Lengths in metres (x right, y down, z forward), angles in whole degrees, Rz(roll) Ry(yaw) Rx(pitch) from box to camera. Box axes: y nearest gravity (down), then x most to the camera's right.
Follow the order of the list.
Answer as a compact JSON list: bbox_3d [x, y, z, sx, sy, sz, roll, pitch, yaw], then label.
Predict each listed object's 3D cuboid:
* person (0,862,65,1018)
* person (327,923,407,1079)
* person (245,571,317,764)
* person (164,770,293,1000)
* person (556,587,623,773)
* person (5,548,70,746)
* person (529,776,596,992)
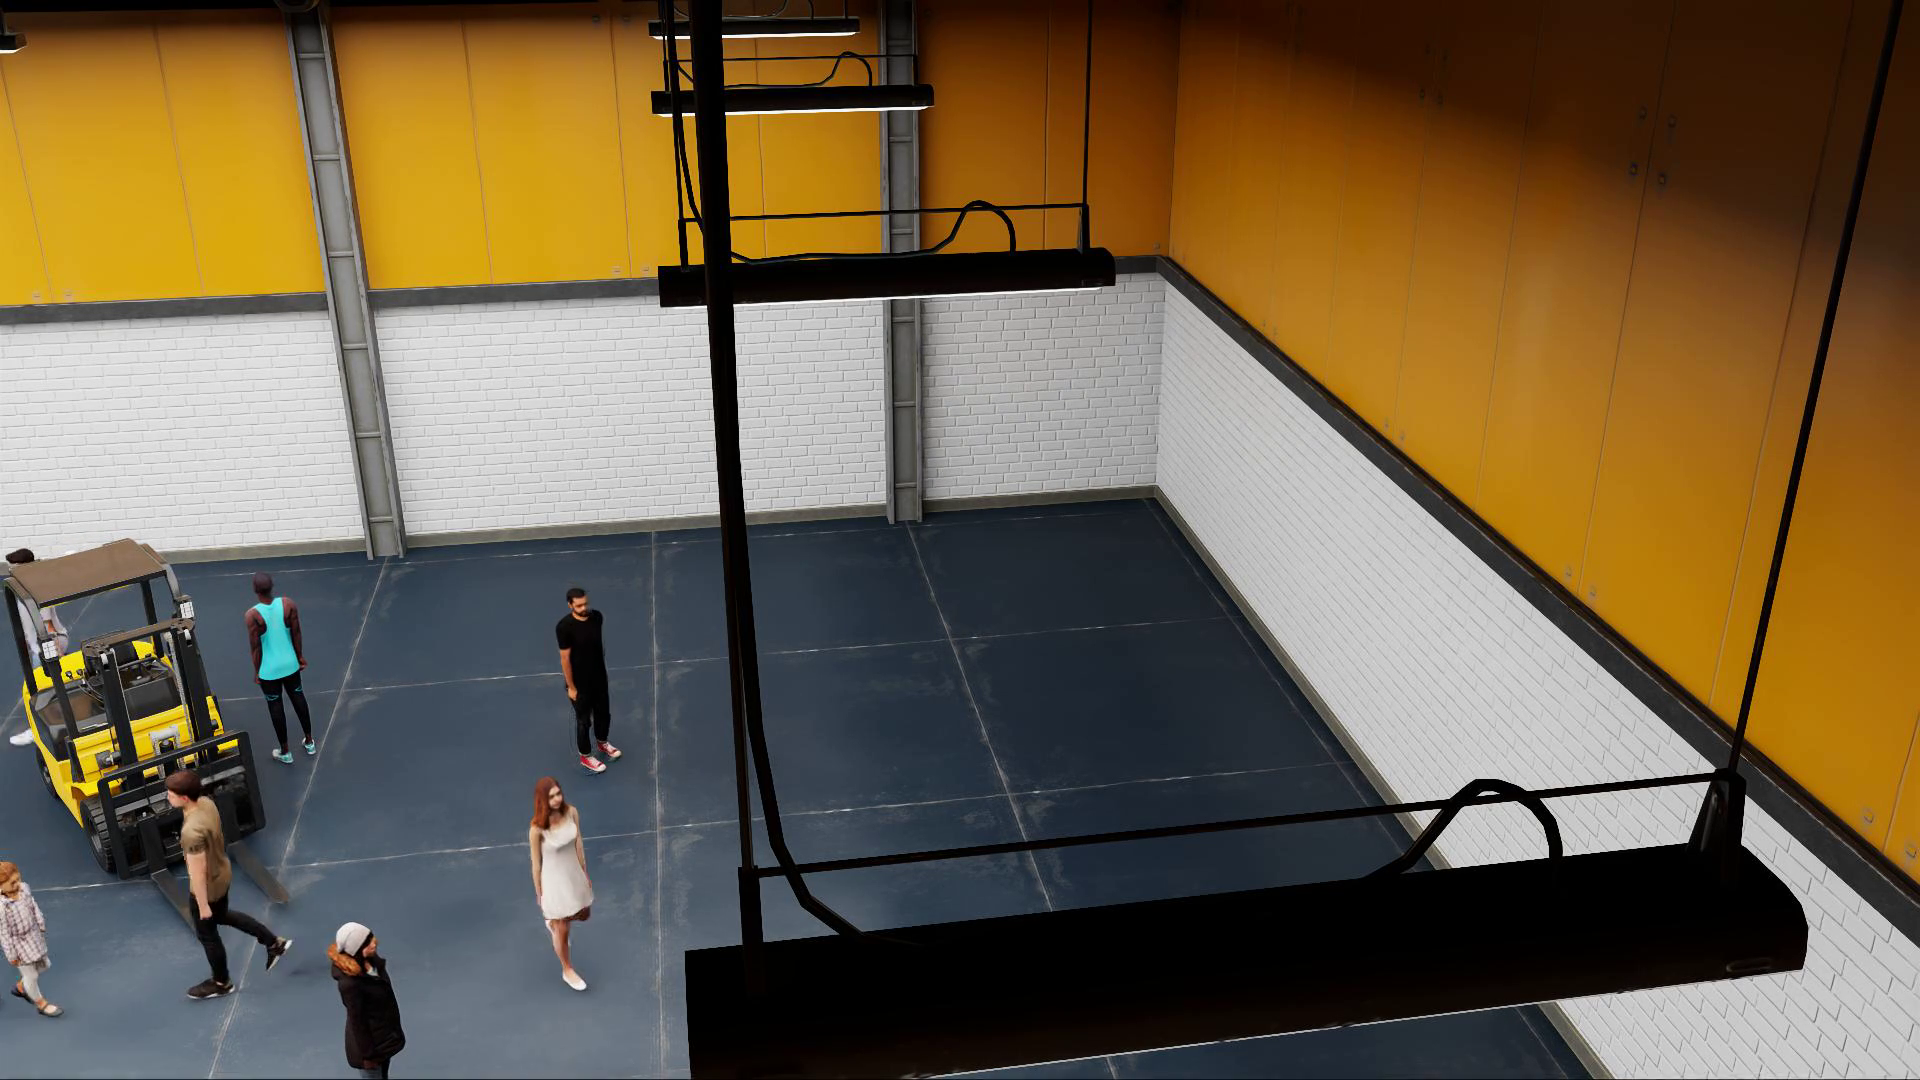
[{"bbox_3d":[-6.560,2.761,11.530,0.728,1.297,0.655,4,24,10],"label":"person"},{"bbox_3d":[-3.676,3.078,10.385,0.635,1.633,0.656,-1,24,-3],"label":"person"},{"bbox_3d":[-6.008,1.111,14.664,0.647,1.811,0.757,-21,31,-39],"label":"person"},{"bbox_3d":[-5.186,2.394,11.688,0.958,1.843,0.684,-6,24,-14],"label":"person"},{"bbox_3d":[-3.297,1.189,14.563,0.812,1.748,0.736,15,28,31],"label":"person"},{"bbox_3d":[-8.154,0.914,15.055,1.120,1.858,0.952,-15,28,-31],"label":"person"},{"bbox_3d":[-2.892,2.392,11.874,0.881,1.699,0.896,-21,31,-40],"label":"person"}]
